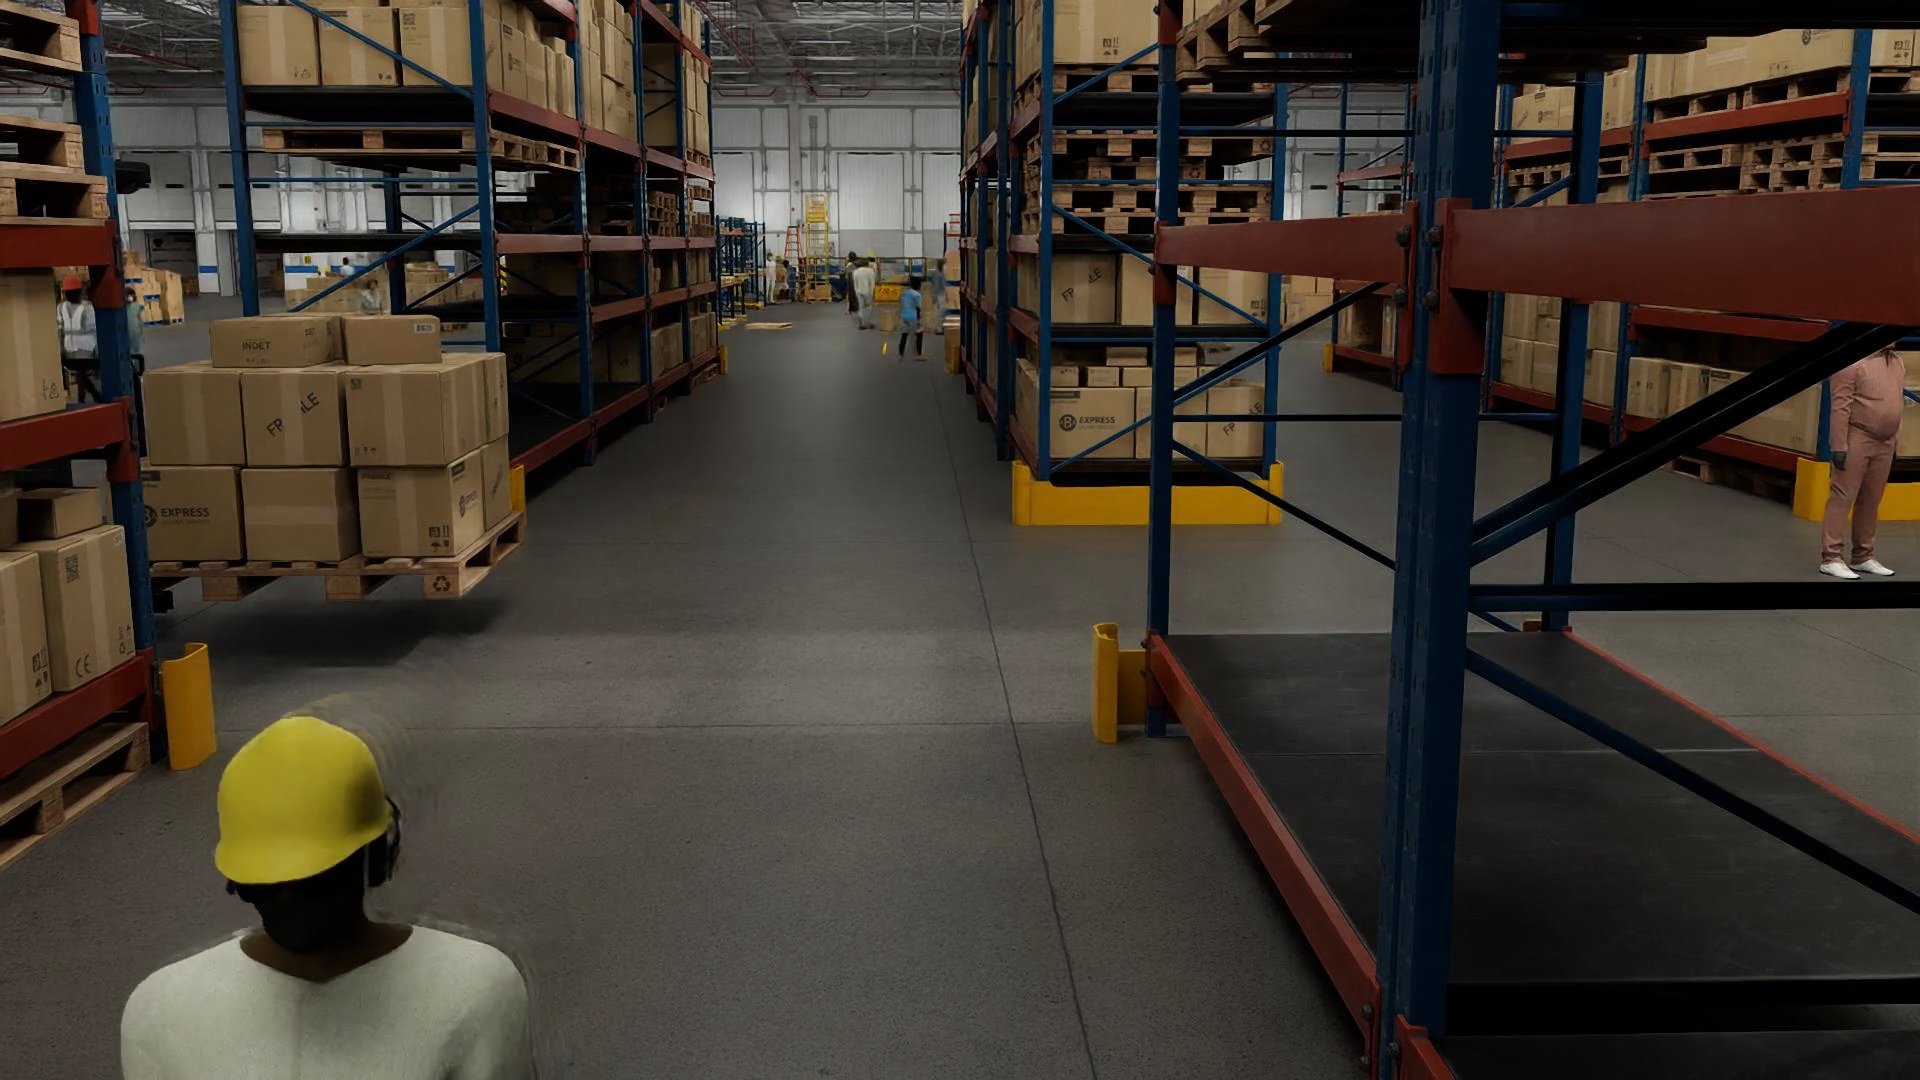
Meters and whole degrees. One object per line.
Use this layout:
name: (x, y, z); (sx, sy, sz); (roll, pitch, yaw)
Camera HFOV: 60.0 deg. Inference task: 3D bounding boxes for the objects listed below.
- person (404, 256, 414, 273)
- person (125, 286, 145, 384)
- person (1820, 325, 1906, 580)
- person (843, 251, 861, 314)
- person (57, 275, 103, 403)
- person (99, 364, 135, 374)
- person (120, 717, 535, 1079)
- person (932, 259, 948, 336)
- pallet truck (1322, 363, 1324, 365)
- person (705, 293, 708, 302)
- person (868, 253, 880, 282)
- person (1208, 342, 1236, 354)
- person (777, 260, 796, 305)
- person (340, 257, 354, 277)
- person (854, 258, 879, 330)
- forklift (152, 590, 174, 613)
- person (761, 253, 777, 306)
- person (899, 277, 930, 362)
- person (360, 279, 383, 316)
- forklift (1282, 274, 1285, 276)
person: (-19.535, -9.106, 58.815); (0.453, 1.823, 0.623); (1, 10, 3)
person: (-13.703, -3.377, 27.443); (0.533, 1.616, 0.517); (6, 12, 31)
person: (6.341, -0.673, 11.617); (0.642, 1.900, 0.400); (-4, 11, -23)
person: (-3.524, -8.353, 53.991); (0.539, 2.000, 0.688); (6, 12, 29)
person: (-11.757, -2.594, 22.274); (0.559, 1.912, 0.865); (1, 10, 7)
person: (-14.877, -3.820, 29.215); (1.004, 1.892, 0.536); (5, 11, 26)
person: (-0.841, 1.069, 2.320); (0.530, 1.752, 0.554); (-1, 10, -8)
person: (-0.467, -6.043, 41.468); (0.453, 1.919, 0.646); (4, 11, 20)
pallet truck: (7.712, -4.157, 30.737); (1.885, 1.965, 0.823); (3, 11, 16)
person: (-9.136, -9.229, 59.200); (0.588, 1.923, 0.383); (3, 11, 16)
person: (-3.324, -9.894, 62.964); (0.610, 1.907, 0.605); (-9, 14, -42)
person: (5.582, -4.916, 35.052); (0.941, 1.958, 0.647); (-6, 12, -29)
person: (-6.450, -9.541, 61.660); (0.795, 1.648, 0.535); (-2, 10, -10)
person: (-20.534, -8.579, 55.845); (0.855, 1.845, 0.533); (10, 14, 44)
person: (-2.494, -6.574, 44.440); (0.666, 1.906, 0.861); (5, 11, 27)
forklift: (-5.858, -0.811, 9.639); (1.873, 2.768, 1.129); (-1, 10, -3)
person: (-7.003, -9.582, 61.127); (0.372, 1.939, 0.631); (10, 14, 43)
person: (-0.935, -4.316, 32.562); (0.580, 1.662, 0.546); (-8, 13, -38)
person: (-11.715, -4.401, 33.227); (0.875, 1.595, 0.529); (9, 13, 40)
forklift: (12.206, -10.472, 63.460); (1.129, 2.768, 1.873); (0, 10, -2)
